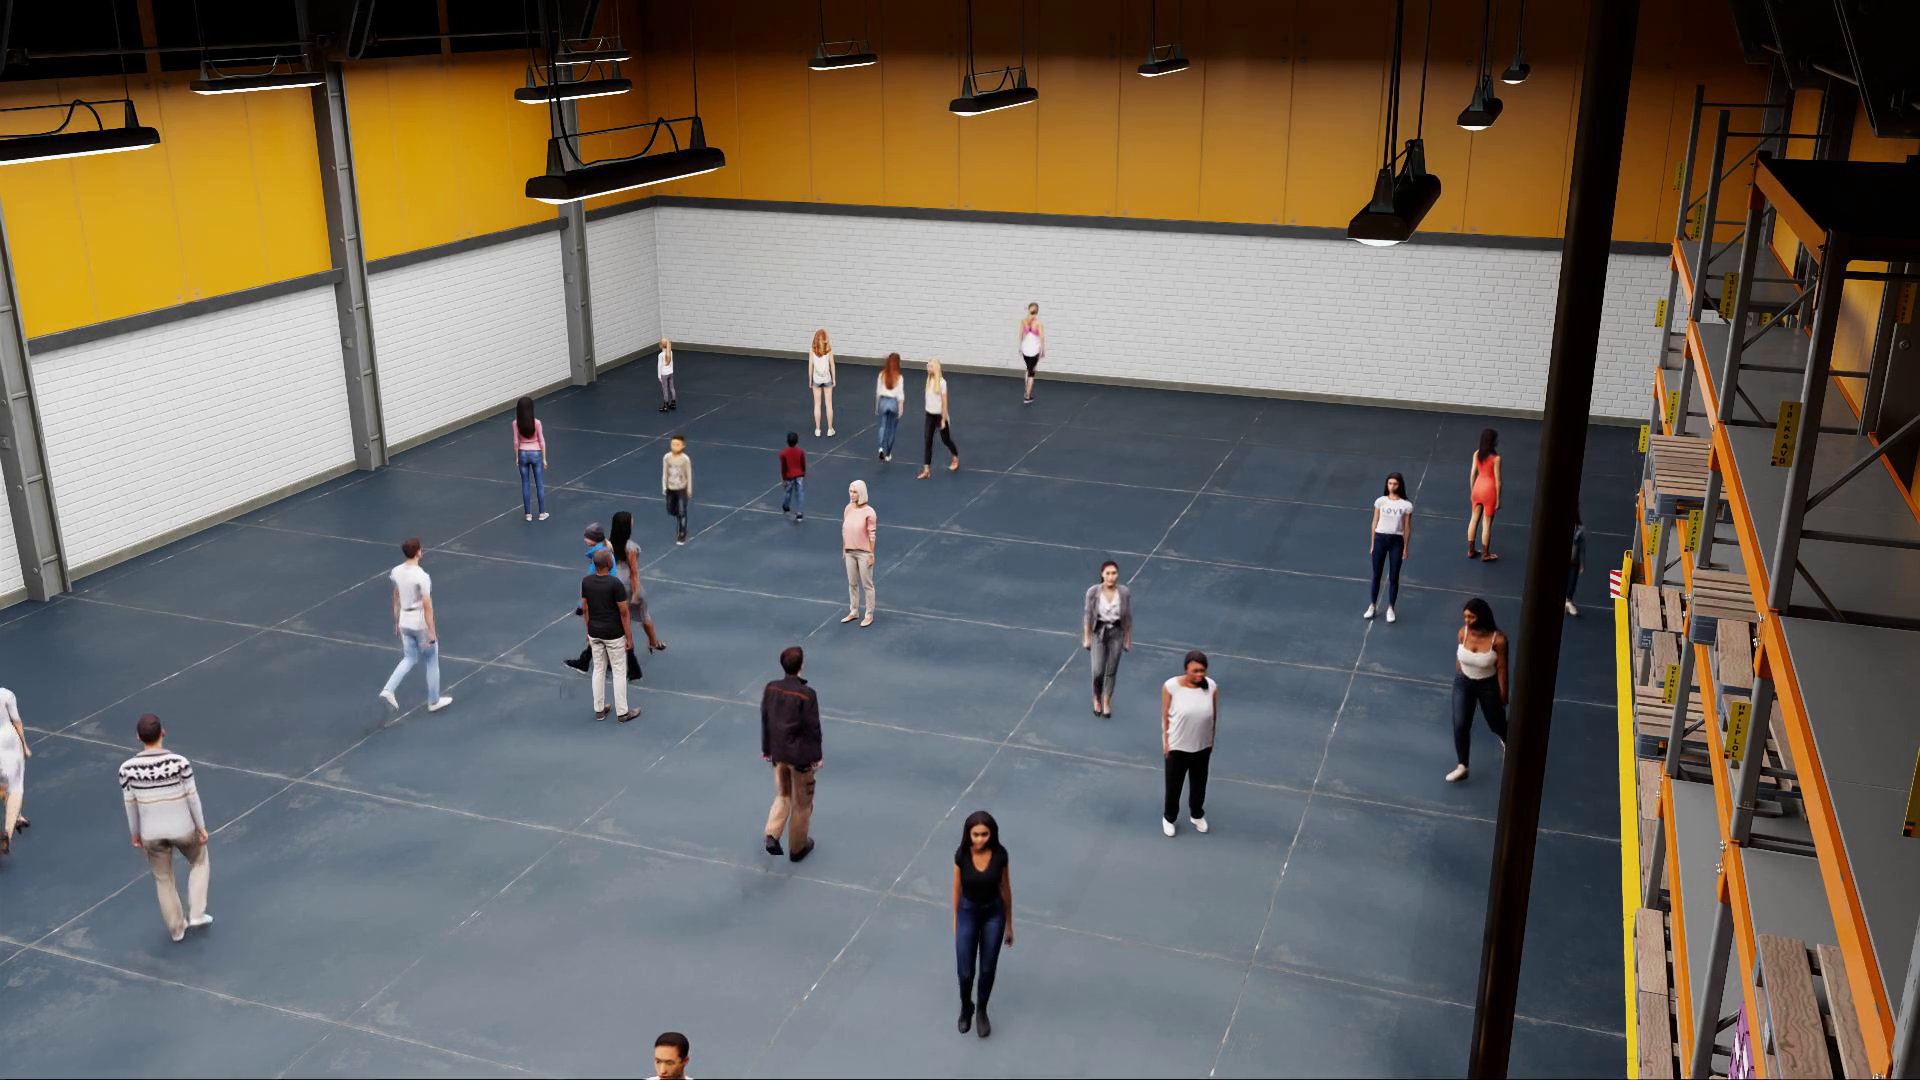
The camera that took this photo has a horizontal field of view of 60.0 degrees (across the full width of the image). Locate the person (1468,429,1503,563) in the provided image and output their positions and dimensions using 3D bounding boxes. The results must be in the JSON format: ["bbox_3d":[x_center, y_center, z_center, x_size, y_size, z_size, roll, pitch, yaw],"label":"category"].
[{"bbox_3d":[6.709,-0.578,21.270,0.698,1.719,0.672,-14,23,-35],"label":"person"}]

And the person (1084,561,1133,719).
[{"bbox_3d":[1.468,0.974,16.740,0.721,1.668,0.728,-1,19,-4],"label":"person"}]

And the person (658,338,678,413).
[{"bbox_3d":[-5.061,-2.863,28.747,0.600,1.277,0.509,14,23,36],"label":"person"}]

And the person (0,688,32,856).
[{"bbox_3d":[-8.135,1.841,14.081,0.917,1.721,1.126,-3,19,-10],"label":"person"}]

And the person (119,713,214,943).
[{"bbox_3d":[-6.053,2.243,12.692,0.827,1.846,0.843,-5,19,-14],"label":"person"}]

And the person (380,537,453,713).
[{"bbox_3d":[-5.530,0.912,16.679,0.750,1.825,1.030,11,21,29],"label":"person"}]

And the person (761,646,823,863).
[{"bbox_3d":[-1.434,1.832,13.807,0.757,1.913,0.851,9,21,25],"label":"person"}]

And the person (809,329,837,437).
[{"bbox_3d":[-2.246,-2.565,27.108,0.651,1.759,0.629,0,19,-1],"label":"person"}]

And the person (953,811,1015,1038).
[{"bbox_3d":[0.143,2.644,11.686,0.663,1.728,0.691,-2,19,-6],"label":"person"}]

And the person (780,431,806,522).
[{"bbox_3d":[-2.267,-0.855,22.863,0.823,1.226,0.937,-6,19,-17],"label":"person"}]

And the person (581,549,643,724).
[{"bbox_3d":[-3.526,0.946,16.609,0.664,1.804,0.574,6,20,17],"label":"person"}]

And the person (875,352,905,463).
[{"bbox_3d":[-1.101,-2.011,25.533,0.658,1.714,0.728,3,19,9],"label":"person"}]

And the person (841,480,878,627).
[{"bbox_3d":[-1.155,0.135,19.143,0.643,1.725,0.588,11,22,30],"label":"person"}]

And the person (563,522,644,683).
[{"bbox_3d":[-3.618,0.689,17.431,0.920,1.767,1.118,0,19,1],"label":"person"}]

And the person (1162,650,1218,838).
[{"bbox_3d":[1.996,1.742,14.435,0.758,1.684,0.775,-3,19,-9],"label":"person"}]

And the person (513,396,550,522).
[{"bbox_3d":[-5.914,-1.130,22.872,0.641,1.743,0.644,-2,19,-5],"label":"person"}]

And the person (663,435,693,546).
[{"bbox_3d":[-3.717,-0.693,22.028,0.622,1.453,0.821,3,19,10],"label":"person"}]

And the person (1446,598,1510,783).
[{"bbox_3d":[4.858,1.365,15.408,0.919,1.777,1.183,12,22,33],"label":"person"}]

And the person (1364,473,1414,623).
[{"bbox_3d":[4.967,0.072,19.252,0.588,1.775,0.521,7,20,21],"label":"person"}]

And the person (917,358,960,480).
[{"bbox_3d":[-0.264,-1.822,24.863,0.868,1.782,1.261,13,23,35],"label":"person"}]

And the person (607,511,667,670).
[{"bbox_3d":[-3.649,0.582,17.808,0.814,1.729,1.163,13,23,34],"label":"person"}]

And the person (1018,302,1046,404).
[{"bbox_3d":[1.203,-3.260,29.153,0.671,1.771,0.666,10,21,28],"label":"person"}]
